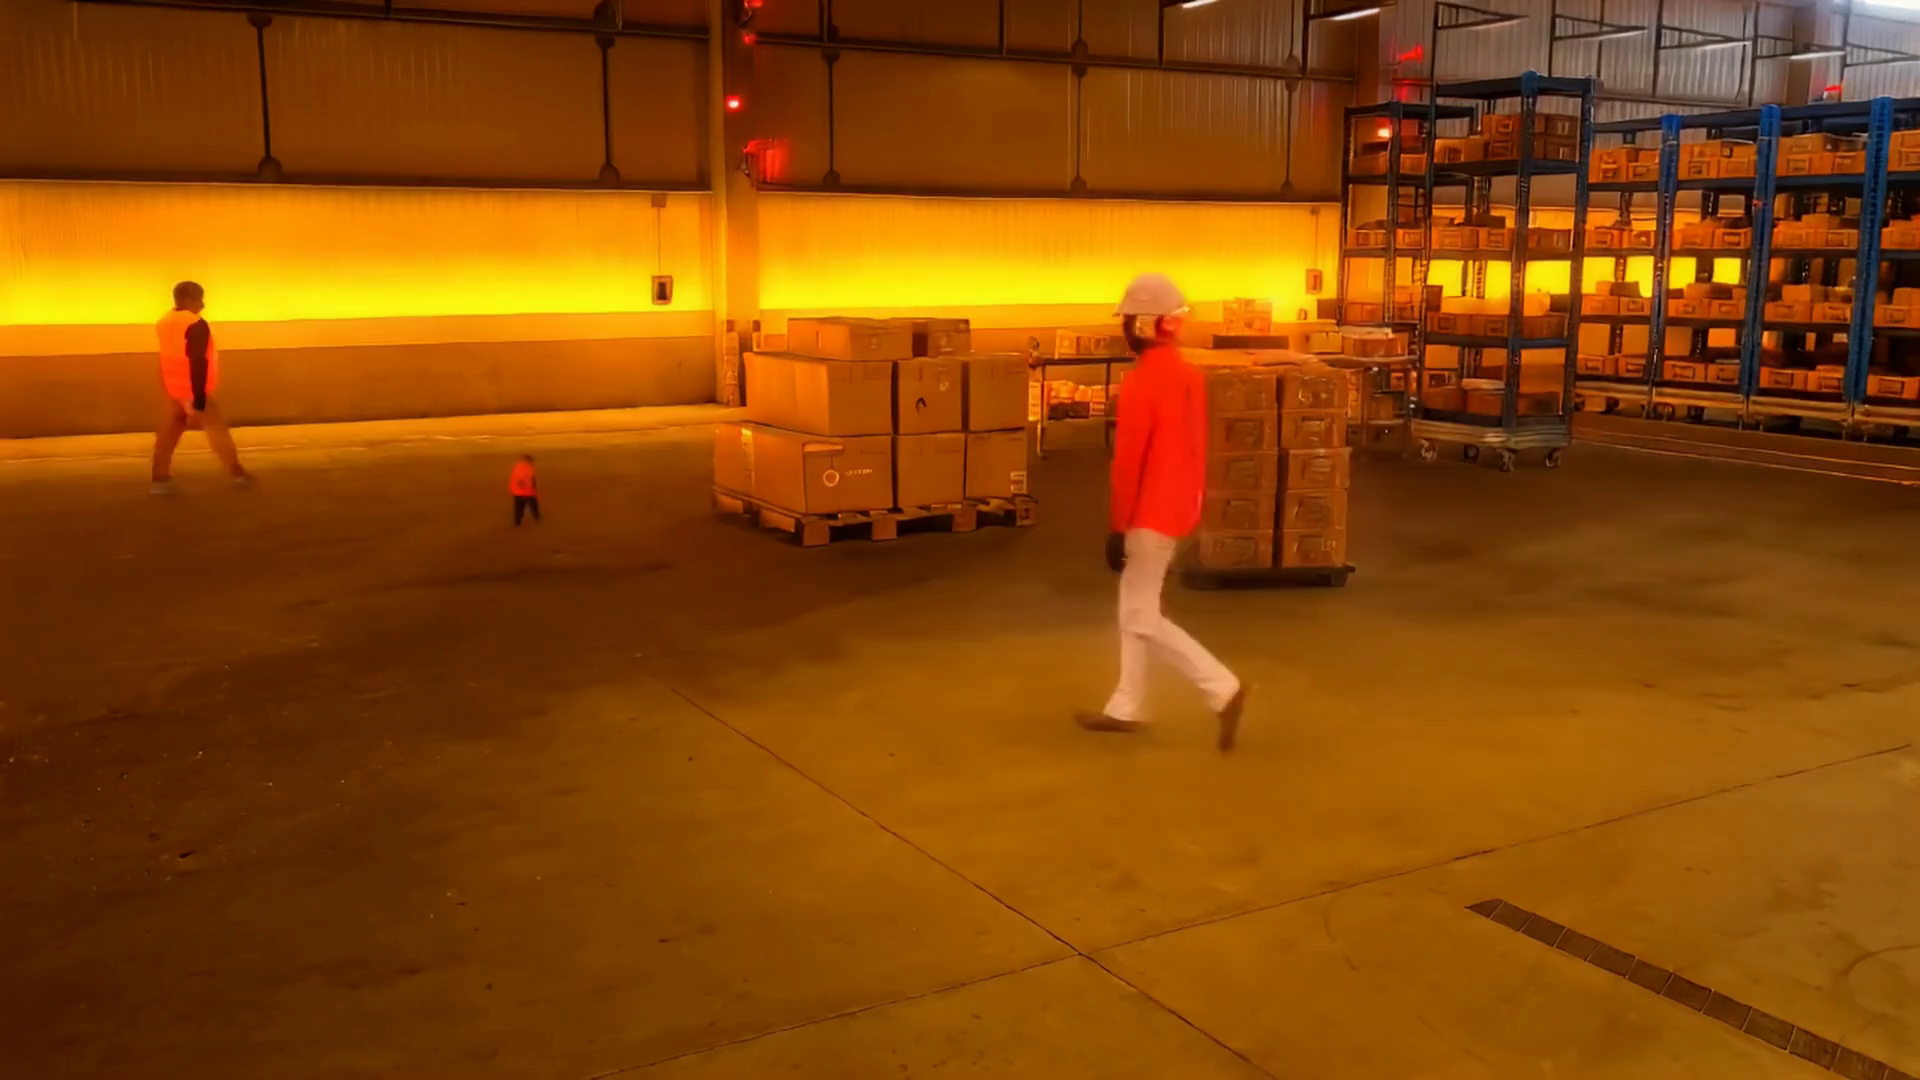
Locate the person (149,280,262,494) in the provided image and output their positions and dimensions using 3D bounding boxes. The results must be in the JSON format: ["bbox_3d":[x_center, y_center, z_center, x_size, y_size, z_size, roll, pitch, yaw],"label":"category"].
[{"bbox_3d":[-6.489,-1.291,14.075,0.646,1.793,0.954,7,12,35],"label":"person"}]

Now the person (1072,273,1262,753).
[{"bbox_3d":[0.851,-0.091,6.764,0.806,1.975,0.619,6,12,30],"label":"person"}]
